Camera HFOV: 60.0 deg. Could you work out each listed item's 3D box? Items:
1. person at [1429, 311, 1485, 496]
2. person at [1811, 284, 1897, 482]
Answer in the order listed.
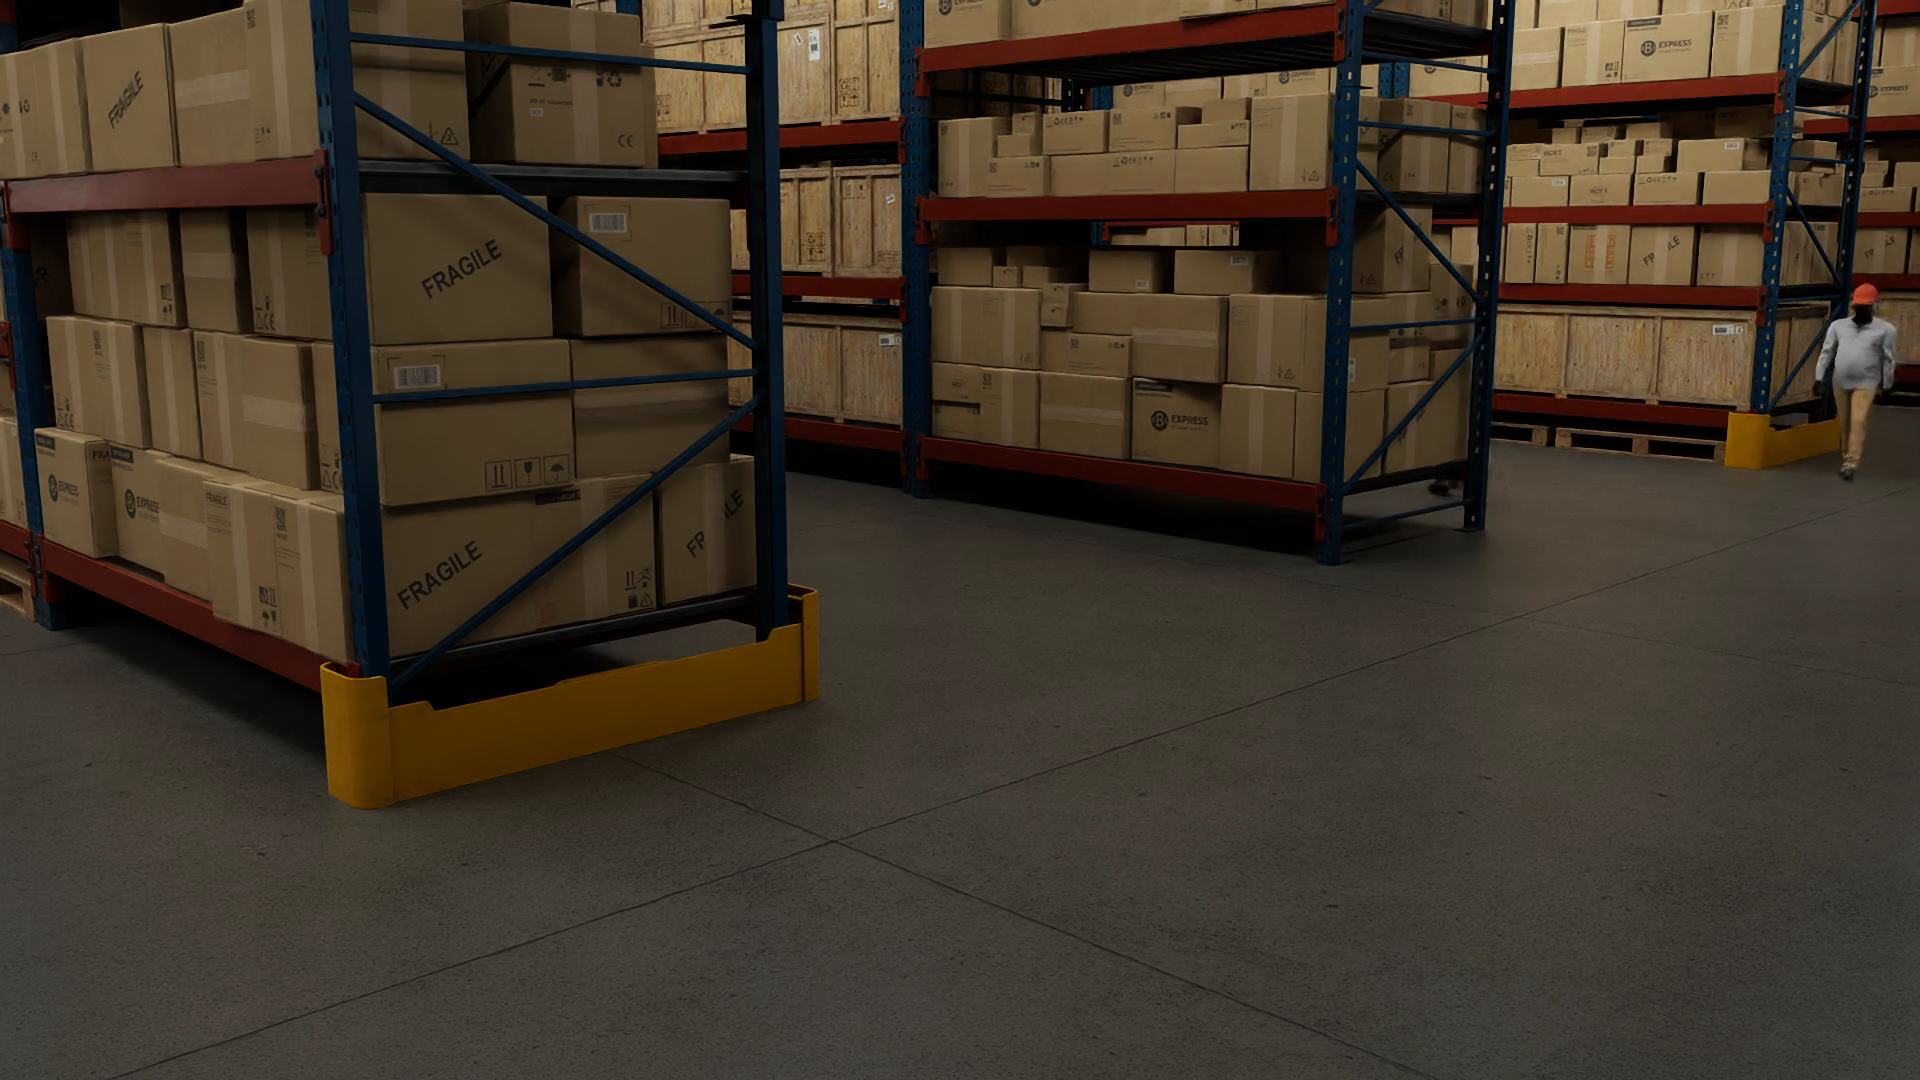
[{"bbox_3d":[3.978,-1.272,13.683,0.624,1.814,0.511,-2,11,-10],"label":"person"},{"bbox_3d":[7.810,-1.378,14.563,0.864,1.703,0.574,-10,14,-42],"label":"person"}]
